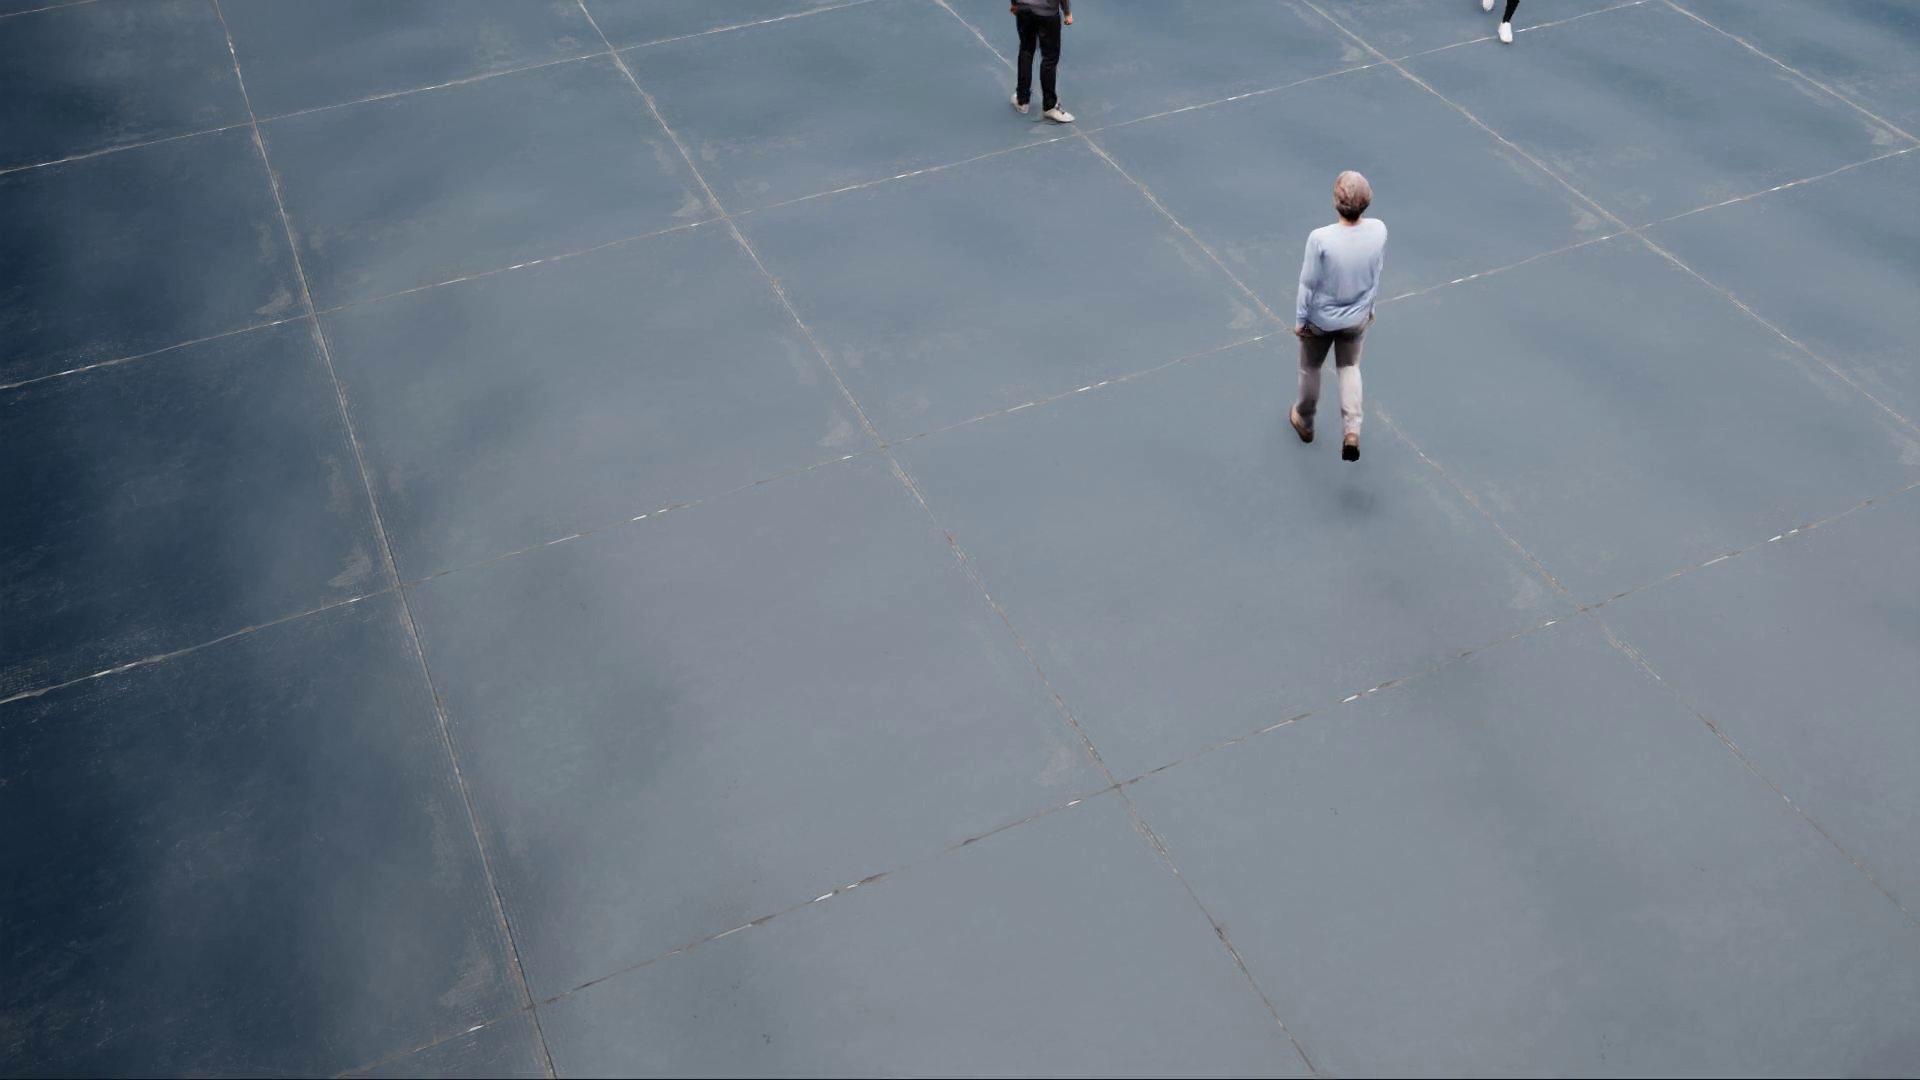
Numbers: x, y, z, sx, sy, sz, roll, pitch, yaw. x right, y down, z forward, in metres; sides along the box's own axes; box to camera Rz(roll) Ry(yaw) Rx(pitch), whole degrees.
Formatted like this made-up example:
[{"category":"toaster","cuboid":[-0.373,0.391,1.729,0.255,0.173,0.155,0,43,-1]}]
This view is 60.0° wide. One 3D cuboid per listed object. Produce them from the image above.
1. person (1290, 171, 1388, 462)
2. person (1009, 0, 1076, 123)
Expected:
[{"category":"person","cuboid":[2.240,-1.249,9.736,0.867,1.877,1.093,-5,42,-5]},{"category":"person","cuboid":[0.629,-4.145,13.026,0.910,1.740,0.667,-29,50,-28]}]
